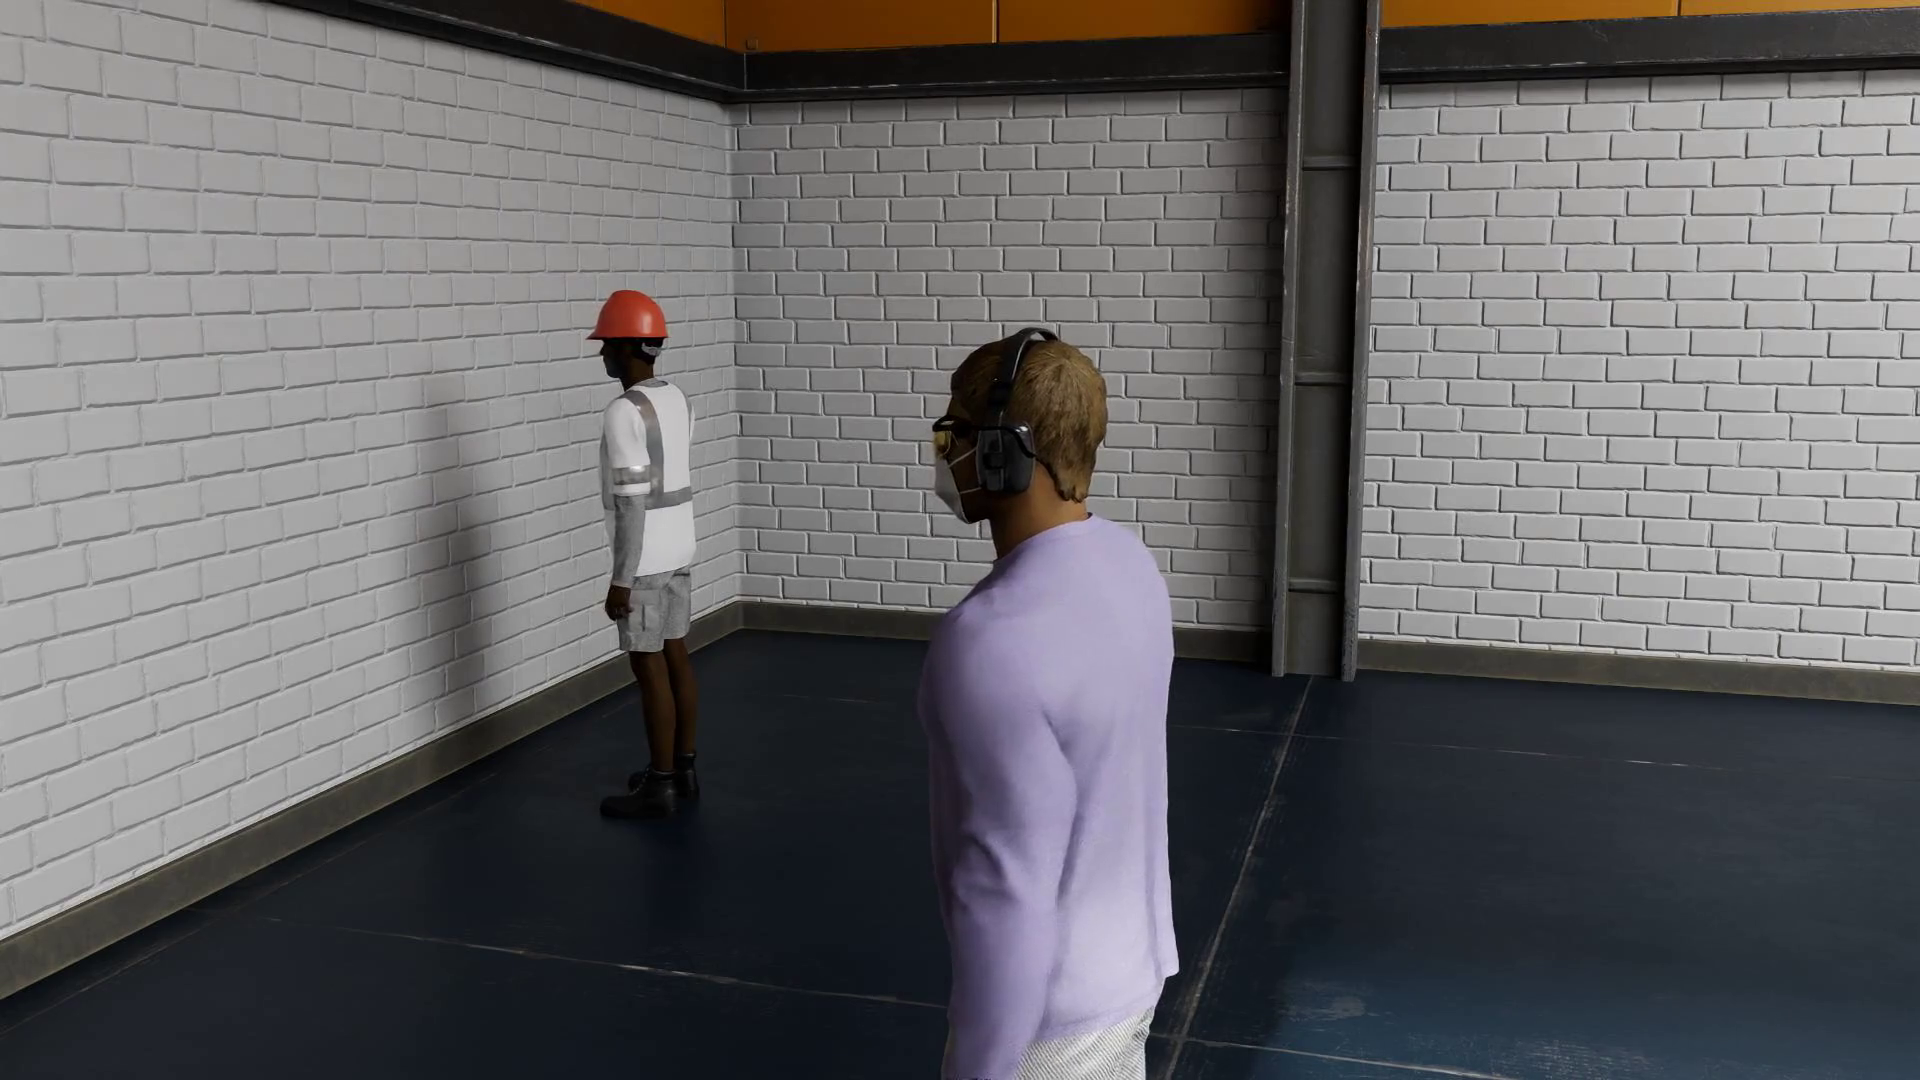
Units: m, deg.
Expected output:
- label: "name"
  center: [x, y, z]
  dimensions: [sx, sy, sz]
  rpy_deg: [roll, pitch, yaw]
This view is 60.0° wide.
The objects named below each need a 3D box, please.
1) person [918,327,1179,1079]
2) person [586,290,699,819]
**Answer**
- label: "person"
  center: [0.117, 0.667, 2.419]
  dimensions: [0.379, 1.940, 0.629]
  rpy_deg: [4, 10, 22]
- label: "person"
  center: [-1.170, 0.060, 6.121]
  dimensions: [0.373, 1.939, 0.545]
  rpy_deg: [2, 10, 14]
